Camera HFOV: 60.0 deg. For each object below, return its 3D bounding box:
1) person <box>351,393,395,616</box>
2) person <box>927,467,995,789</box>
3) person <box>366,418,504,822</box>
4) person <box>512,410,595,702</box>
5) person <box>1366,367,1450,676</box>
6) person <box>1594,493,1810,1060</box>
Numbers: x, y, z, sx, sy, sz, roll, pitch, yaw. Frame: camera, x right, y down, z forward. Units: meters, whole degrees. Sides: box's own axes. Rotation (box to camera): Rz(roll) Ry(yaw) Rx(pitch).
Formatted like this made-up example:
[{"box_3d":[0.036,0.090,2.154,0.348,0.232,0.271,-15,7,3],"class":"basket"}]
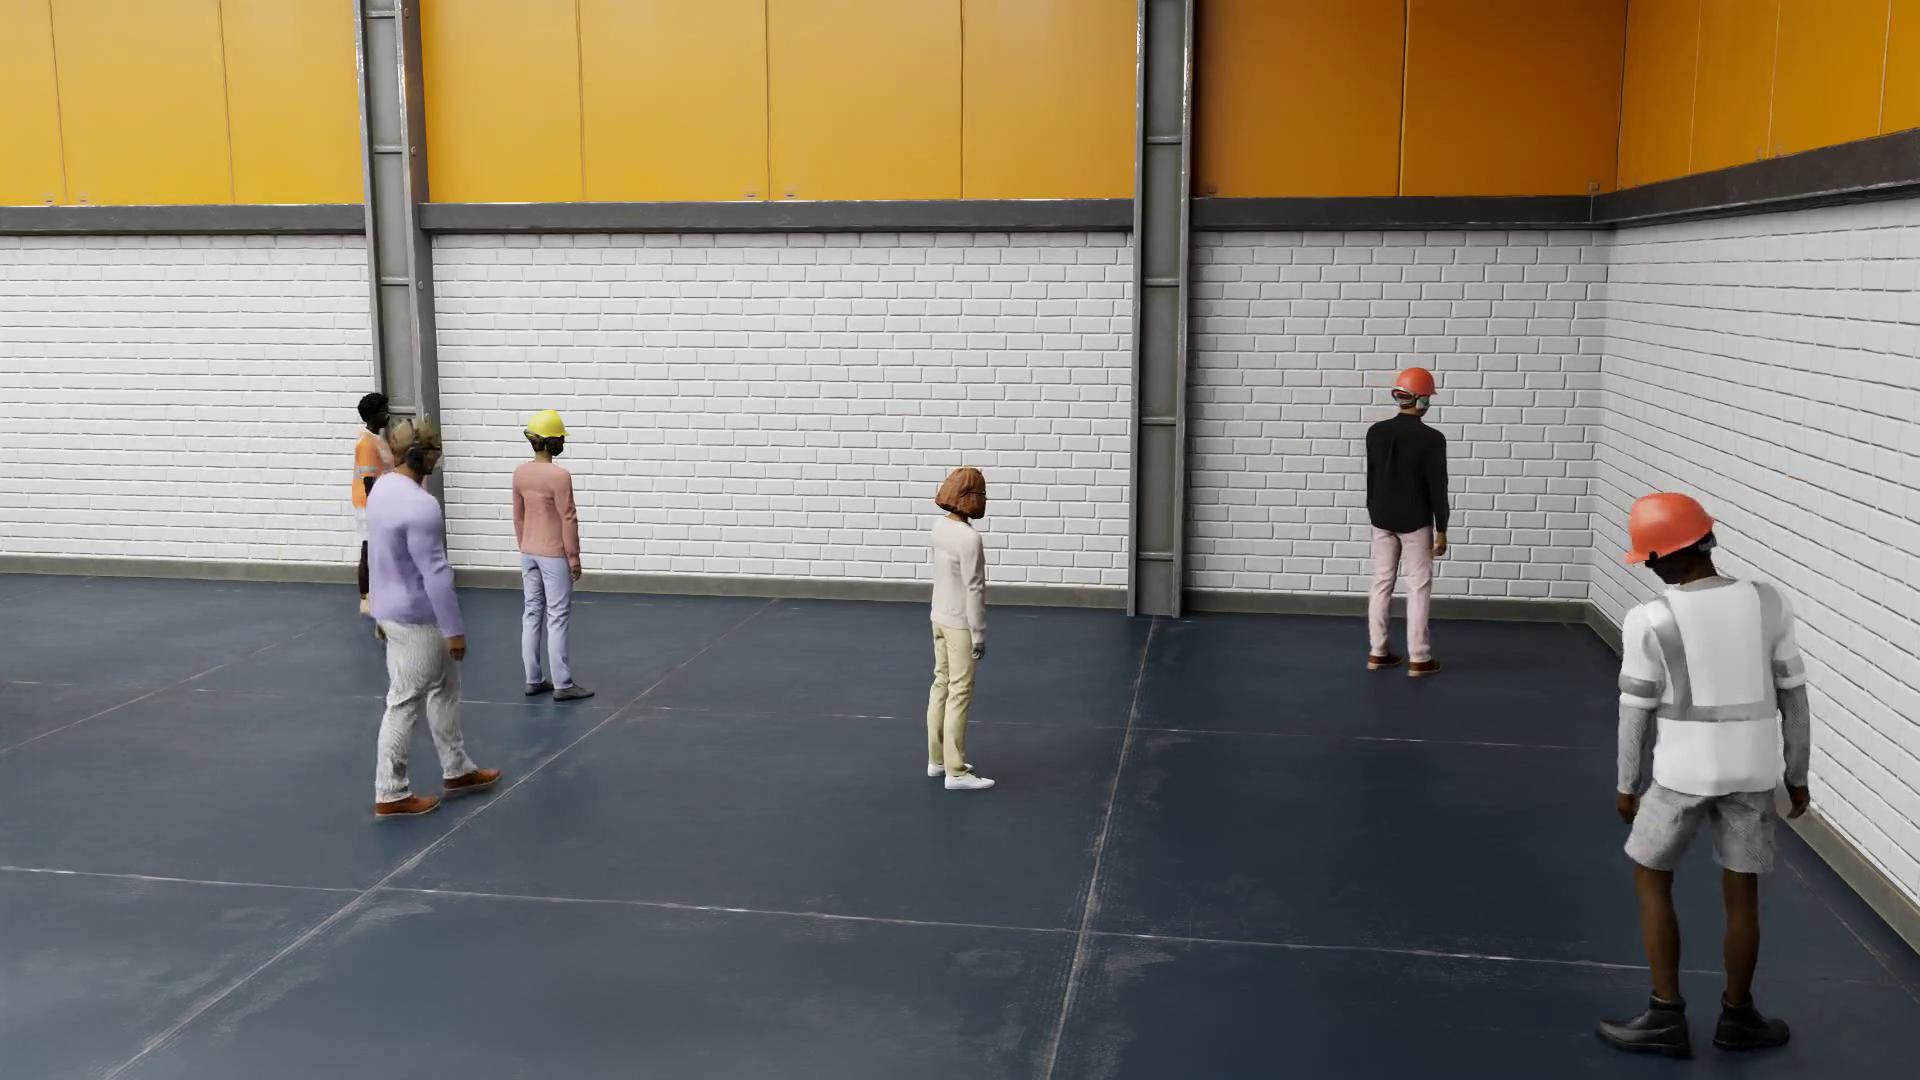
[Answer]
[{"box_3d":[-4.448,-0.276,12.638,0.322,1.690,0.532,-2,9,-11],"class":"person"},{"box_3d":[-0.002,0.442,8.398,0.270,1.627,0.503,-4,10,-24],"class":"person"},{"box_3d":[-2.493,0.368,7.976,0.815,1.908,0.651,-6,11,-34],"class":"person"},{"box_3d":[-2.490,0.094,10.109,0.522,1.769,0.318,7,11,37],"class":"person"},{"box_3d":[2.885,-0.117,10.726,0.410,1.992,0.619,-8,12,-40],"class":"person"},{"box_3d":[2.516,0.784,5.527,0.675,1.886,0.373,1,9,5],"class":"person"}]
